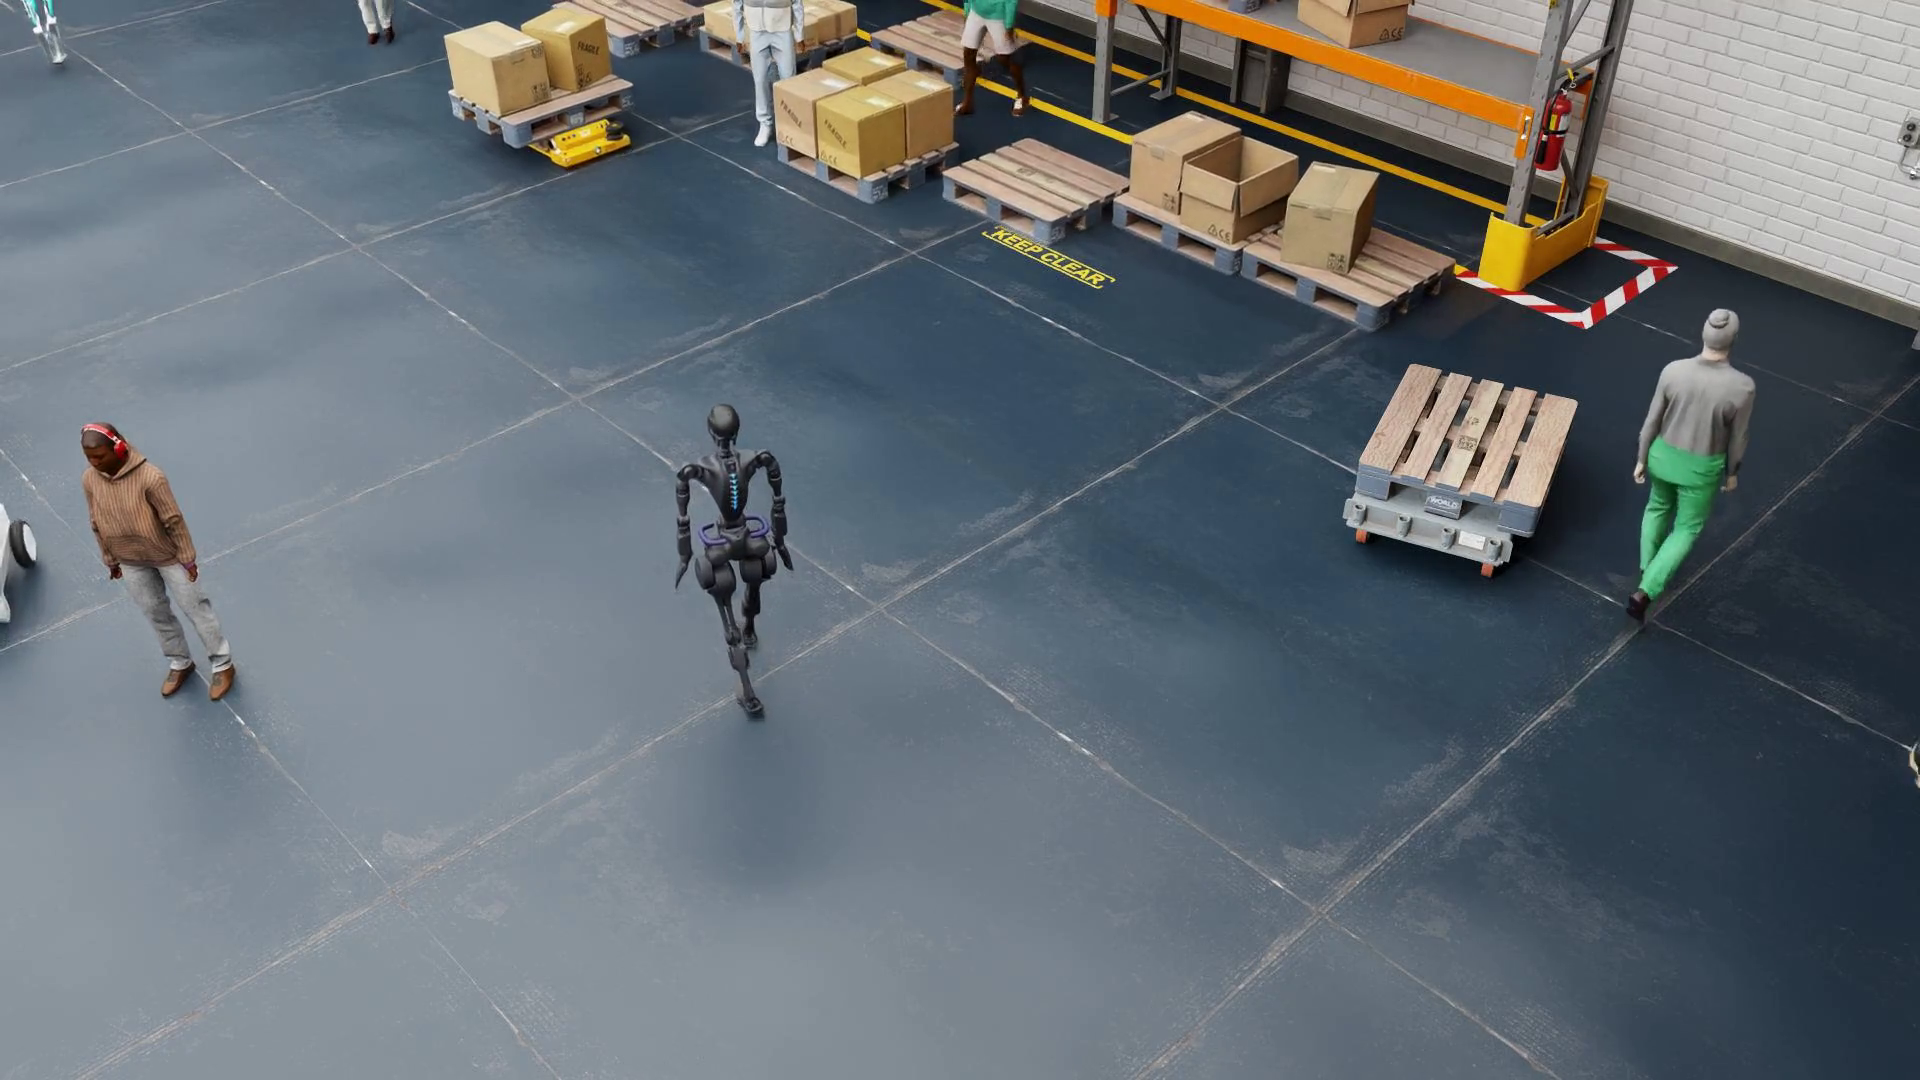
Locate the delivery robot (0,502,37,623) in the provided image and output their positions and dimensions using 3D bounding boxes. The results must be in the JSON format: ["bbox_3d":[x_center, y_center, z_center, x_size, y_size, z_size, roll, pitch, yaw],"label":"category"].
[{"bbox_3d":[-5.464,0.088,9.196,0.499,0.614,0.791,-11,39,-15],"label":"delivery robot"}]

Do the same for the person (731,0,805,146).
[{"bbox_3d":[-1.572,-4.196,13.733,0.597,1.909,0.399,2,37,2],"label":"person"}]

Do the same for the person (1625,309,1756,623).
[{"bbox_3d":[3.835,-0.410,8.796,0.517,1.817,0.786,28,45,32],"label":"person"}]

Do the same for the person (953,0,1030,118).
[{"bbox_3d":[0.291,-4.505,14.230,0.552,1.825,0.746,27,45,31],"label":"person"}]

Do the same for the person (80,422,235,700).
[{"bbox_3d":[-4.014,0.089,8.274,0.474,1.641,0.337,2,37,2],"label":"person"}]

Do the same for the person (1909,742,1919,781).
[{"bbox_3d":[4.932,0.402,7.624,0.667,1.943,0.467,-15,40,-19],"label":"person"}]

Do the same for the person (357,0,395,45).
[{"bbox_3d":[-5.642,-5.517,15.591,0.582,1.765,0.484,-2,37,-3],"label":"person"}]

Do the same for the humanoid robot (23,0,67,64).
[{"bbox_3d":[-8.441,-5.063,15.064,0.549,1.839,0.758,-7,38,-9],"label":"humanoid robot"}]

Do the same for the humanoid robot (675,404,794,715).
[{"bbox_3d":[-1.141,0.053,8.346,0.608,1.626,0.798,-14,39,-17],"label":"humanoid robot"}]

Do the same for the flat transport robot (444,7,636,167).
[{"bbox_3d":[-3.532,-3.575,14.265,1.431,0.231,0.659,31,47,34],"label":"flat transport robot"}]
